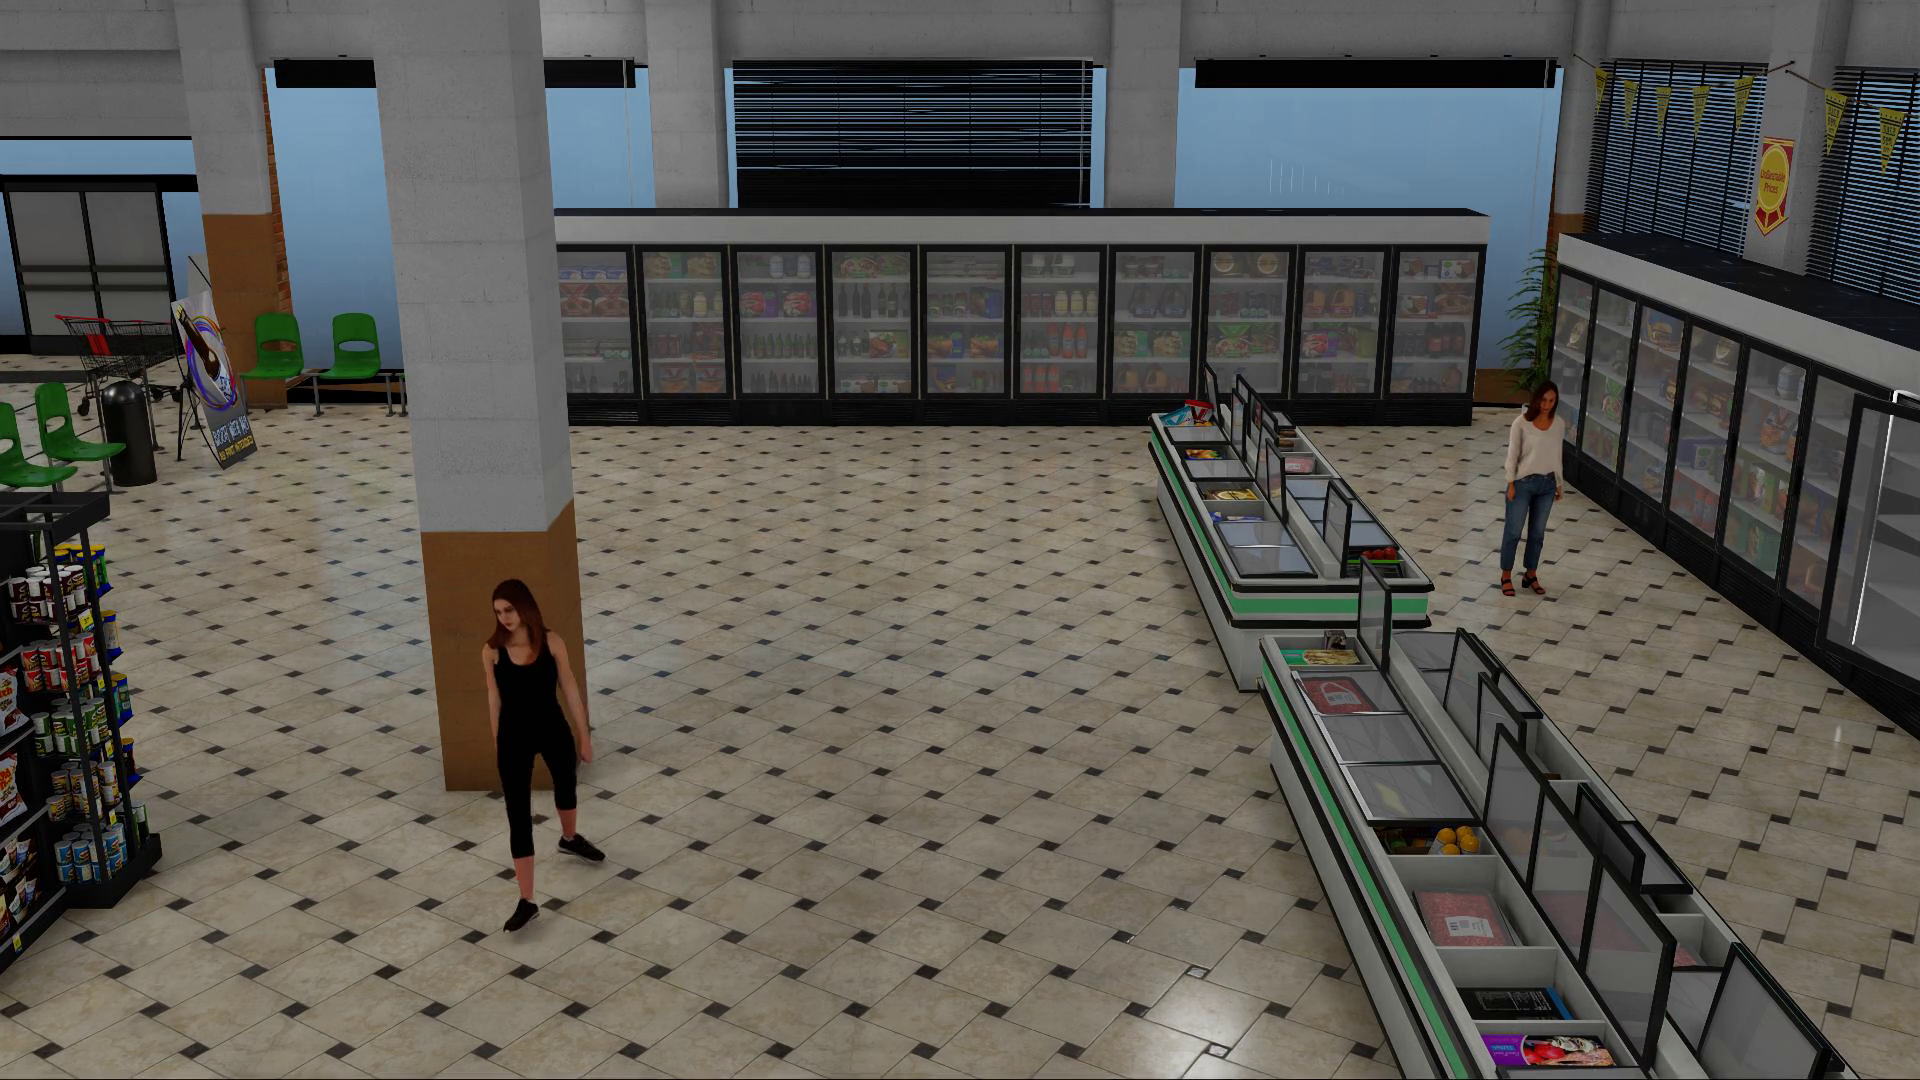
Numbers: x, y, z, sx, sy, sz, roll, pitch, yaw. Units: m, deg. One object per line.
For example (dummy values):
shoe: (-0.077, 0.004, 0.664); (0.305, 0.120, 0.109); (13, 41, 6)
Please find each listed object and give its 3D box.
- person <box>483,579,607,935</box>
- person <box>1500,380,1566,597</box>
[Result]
person: (-2.069, 0.972, 8.204); (0.868, 1.679, 1.152); (-6, 18, -19)
person: (4.388, -0.412, 12.764); (0.645, 1.677, 0.583); (-2, 17, -8)
